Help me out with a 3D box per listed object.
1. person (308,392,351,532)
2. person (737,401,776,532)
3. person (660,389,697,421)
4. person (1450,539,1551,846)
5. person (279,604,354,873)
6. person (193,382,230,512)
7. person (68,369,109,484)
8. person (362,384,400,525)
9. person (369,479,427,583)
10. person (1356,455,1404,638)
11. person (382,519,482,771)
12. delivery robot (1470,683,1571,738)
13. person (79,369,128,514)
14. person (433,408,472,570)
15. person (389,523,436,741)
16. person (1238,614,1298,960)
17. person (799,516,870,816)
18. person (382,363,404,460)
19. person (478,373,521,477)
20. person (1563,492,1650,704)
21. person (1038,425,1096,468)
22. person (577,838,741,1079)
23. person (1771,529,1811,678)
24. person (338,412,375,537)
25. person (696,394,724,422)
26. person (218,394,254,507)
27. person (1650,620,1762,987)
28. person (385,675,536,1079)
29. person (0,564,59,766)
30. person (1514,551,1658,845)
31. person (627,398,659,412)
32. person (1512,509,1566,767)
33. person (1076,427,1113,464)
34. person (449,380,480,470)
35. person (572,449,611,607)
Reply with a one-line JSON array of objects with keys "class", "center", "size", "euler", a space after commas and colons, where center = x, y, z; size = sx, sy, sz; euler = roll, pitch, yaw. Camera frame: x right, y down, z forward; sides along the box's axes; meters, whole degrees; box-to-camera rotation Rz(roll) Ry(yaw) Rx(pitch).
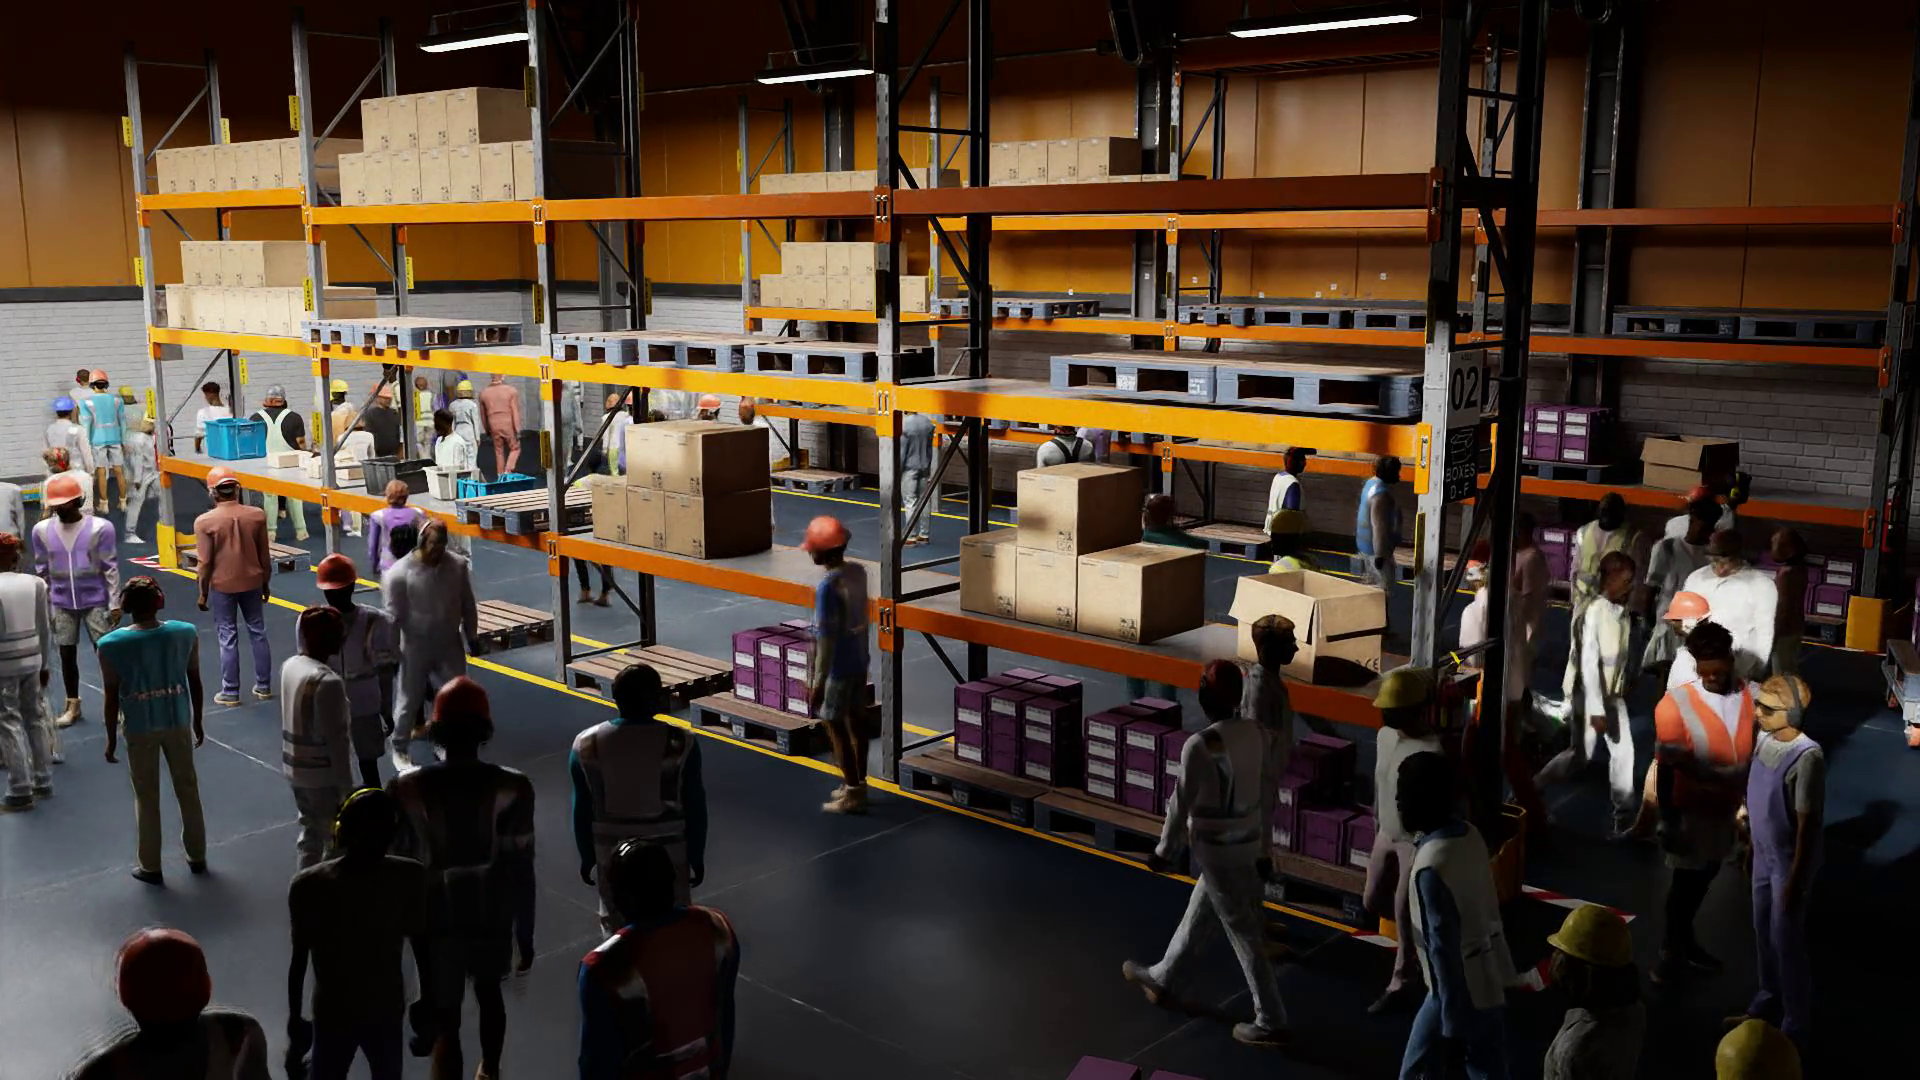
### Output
[{"class": "person", "center": [-8.341, -1.062, 22.161], "size": [0.626, 1.875, 1.030], "euler": [-6, 11, -29]}, {"class": "person", "center": [-2.694, -0.909, 21.531], "size": [0.589, 1.789, 1.101], "euler": [7, 12, 34]}, {"class": "person", "center": [-4.475, -1.824, 26.340], "size": [0.625, 1.922, 0.621], "euler": [-7, 12, -34]}, {"class": "person", "center": [3.408, 0.953, 10.642], "size": [0.964, 1.930, 0.636], "euler": [9, 13, 41]}, {"class": "person", "center": [-3.452, 1.272, 8.981], "size": [0.568, 1.876, 0.360], "euler": [9, 14, 43]}, {"class": "person", "center": [-10.303, -1.222, 22.974], "size": [0.938, 1.913, 0.601], "euler": [6, 11, 29]}, {"class": "person", "center": [-13.794, -1.787, 26.370], "size": [0.388, 1.838, 0.564], "euler": [9, 14, 42]}, {"class": "person", "center": [-7.682, -1.117, 22.293], "size": [1.021, 1.937, 0.622], "euler": [7, 12, 35]}, {"class": "person", "center": [-5.195, 0.249, 15.449], "size": [0.535, 1.635, 0.372], "euler": [-4, 11, -21]}, {"class": "person", "center": [3.974, 0.078, 15.874], "size": [0.486, 1.819, 0.647], "euler": [0, 10, 2]}, {"class": "person", "center": [-3.814, 0.755, 11.953], "size": [0.669, 1.855, 0.609], "euler": [-10, 14, -44]}, {"class": "delivery robot", "center": [4.169, 1.285, 12.360], "size": [0.707, 0.478, 0.477], "euler": [9, 13, 41]}, {"class": "person", "center": [-12.120, -1.392, 23.552], "size": [0.378, 2.045, 0.605], "euler": [9, 14, 42]}, {"class": "person", "center": [-5.904, -0.583, 19.375], "size": [0.390, 1.911, 0.584], "euler": [-8, 13, -39]}, {"class": "person", "center": [-4.209, 0.710, 12.675], "size": [0.360, 1.685, 0.538], "euler": [1, 10, 8]}, {"class": "person", "center": [1.633, 1.299, 8.898], "size": [0.344, 1.847, 0.507], "euler": [2, 10, 11]}, {"class": "person", "center": [-0.773, 0.842, 11.068], "size": [0.464, 2.010, 0.648], "euler": [4, 11, 22]}, {"class": "person", "center": [-9.047, -1.899, 26.635], "size": [0.367, 1.967, 0.601], "euler": [-6, 12, -31]}, {"class": "person", "center": [-7.146, -1.732, 25.931], "size": [0.692, 1.883, 0.805], "euler": [1, 10, 4]}, {"class": "person", "center": [5.273, 0.491, 13.533], "size": [0.641, 1.823, 0.729], "euler": [9, 14, 42]}, {"class": "person", "center": [1.119, -0.452, 18.249], "size": [0.672, 2.000, 0.536], "euler": [-4, 11, -21]}, {"class": "person", "center": [-1.031, 1.887, 5.602], "size": [0.429, 1.838, 0.621], "euler": [9, 14, 42]}, {"class": "person", "center": [6.317, 0.723, 12.752], "size": [0.276, 1.633, 0.500], "euler": [9, 14, 42]}, {"class": "person", "center": [-7.851, -0.856, 21.677], "size": [0.270, 1.632, 0.504], "euler": [9, 13, 41]}, {"class": "person", "center": [-2.989, -0.775, 20.200], "size": [0.395, 1.993, 0.614], "euler": [-2, 10, -11]}, {"class": "person", "center": [-9.540, -1.005, 21.897], "size": [0.605, 1.870, 1.002], "euler": [5, 11, 26]}, {"class": "person", "center": [3.792, 1.328, 8.517], "size": [0.662, 1.924, 0.479], "euler": [-4, 11, -20]}, {"class": "person", "center": [-2.043, 1.582, 6.899], "size": [0.593, 2.000, 0.952], "euler": [-3, 11, -18]}, {"class": "person", "center": [-6.937, 0.859, 12.055], "size": [0.716, 1.612, 0.525], "euler": [1, 10, 6]}, {"class": "person", "center": [4.042, 0.974, 10.643], "size": [0.597, 1.884, 0.881], "euler": [-10, 14, -44]}, {"class": "person", "center": [-4.875, -1.597, 25.531], "size": [0.564, 1.752, 0.339], "euler": [-9, 14, -42]}, {"class": "person", "center": [4.040, 0.729, 12.012], "size": [0.526, 1.884, 0.677], "euler": [0, 10, -2]}, {"class": "person", "center": [1.620, -0.796, 20.453], "size": [0.389, 1.949, 0.604], "euler": [9, 14, 42]}, {"class": "person", "center": [-7.541, -1.566, 25.393], "size": [0.489, 1.741, 0.322], "euler": [3, 10, 14]}, {"class": "person", "center": [-3.879, -0.137, 17.475], "size": [0.569, 1.671, 0.546], "euler": [9, 13, 40]}]
